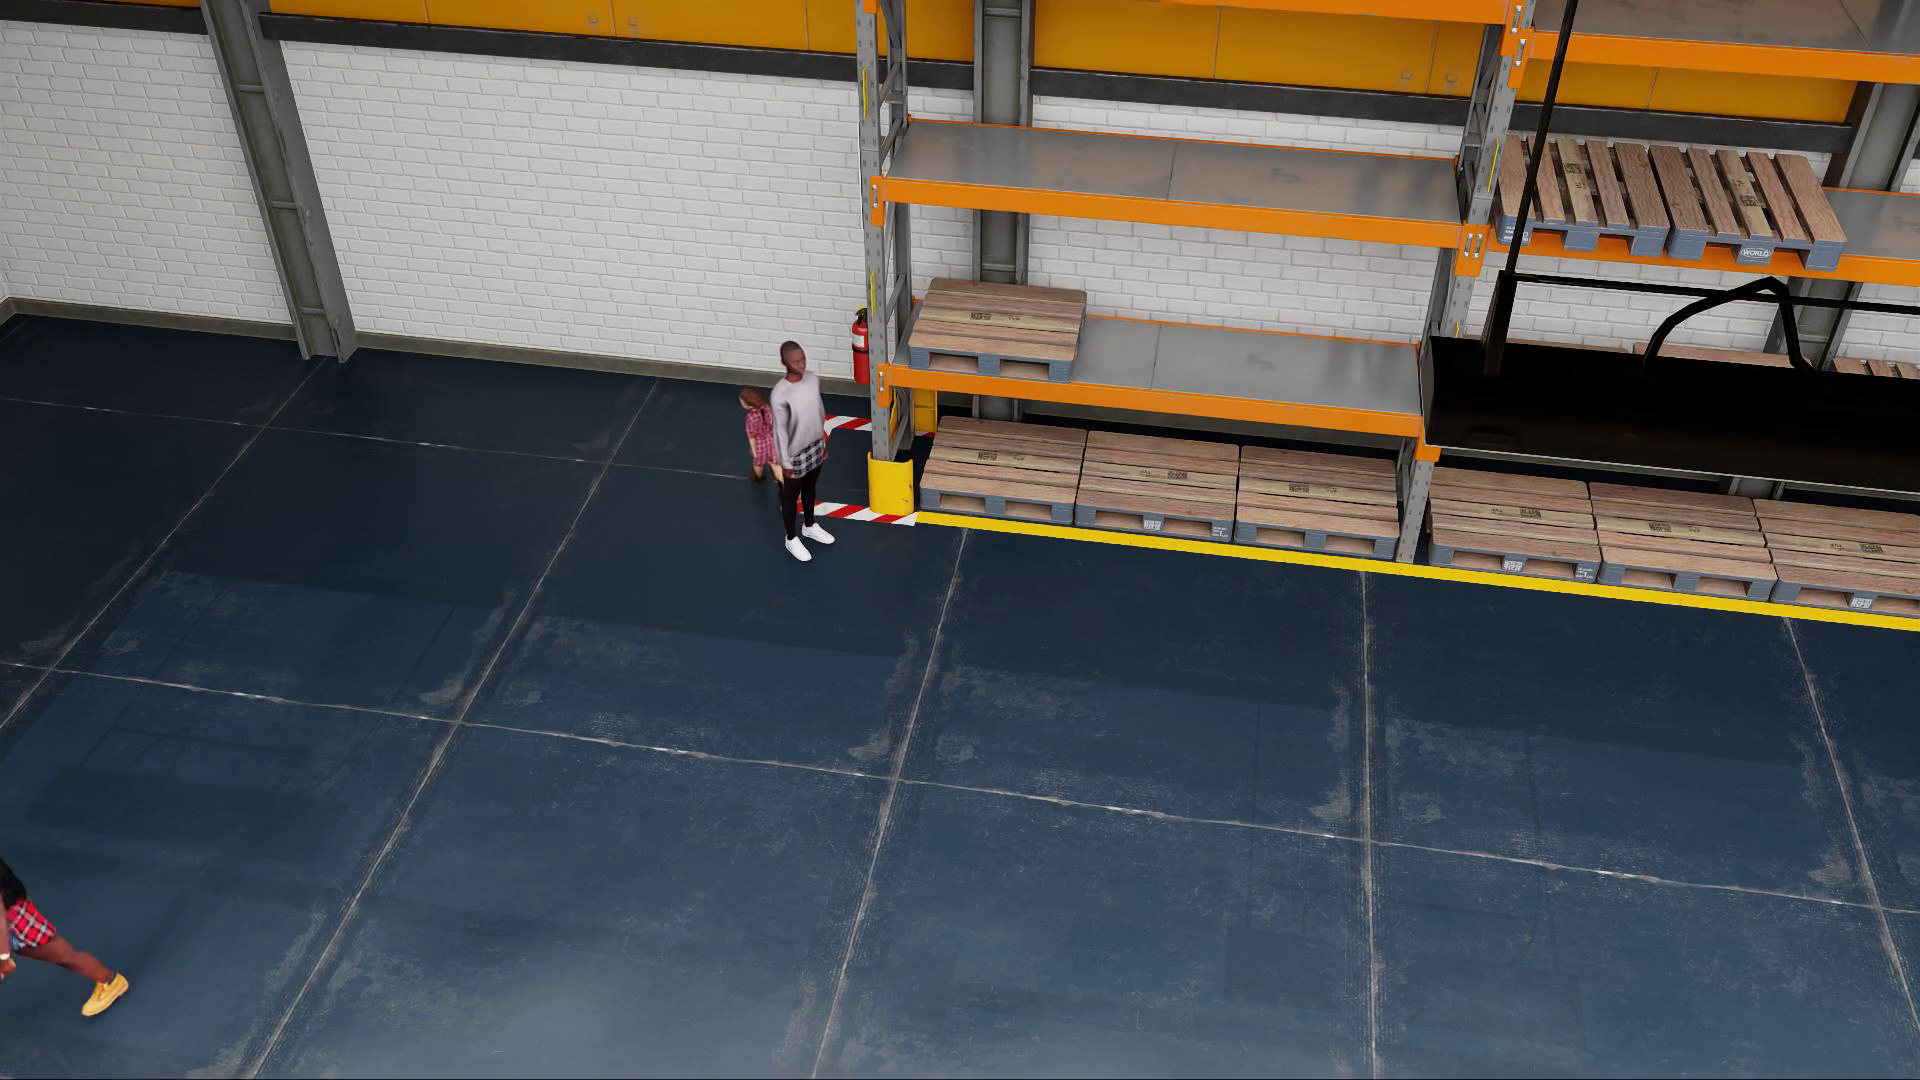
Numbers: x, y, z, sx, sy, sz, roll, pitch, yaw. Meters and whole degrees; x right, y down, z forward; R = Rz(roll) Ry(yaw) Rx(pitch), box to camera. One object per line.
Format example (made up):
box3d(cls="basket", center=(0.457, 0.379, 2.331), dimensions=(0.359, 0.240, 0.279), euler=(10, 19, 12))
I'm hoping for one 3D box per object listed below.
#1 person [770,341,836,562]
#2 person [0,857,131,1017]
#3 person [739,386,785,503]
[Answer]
box3d(cls="person", center=(-1.172, -0.675, 12.105), dimensions=(0.696, 1.772, 0.695), euler=(26, 46, 29))
box3d(cls="person", center=(-4.931, 2.013, 8.817), dimensions=(1.186, 1.675, 1.035), euler=(27, 46, 29))
box3d(cls="person", center=(-1.492, -0.744, 12.807), dimensions=(0.702, 1.004, 0.786), euler=(-24, 45, -27))
